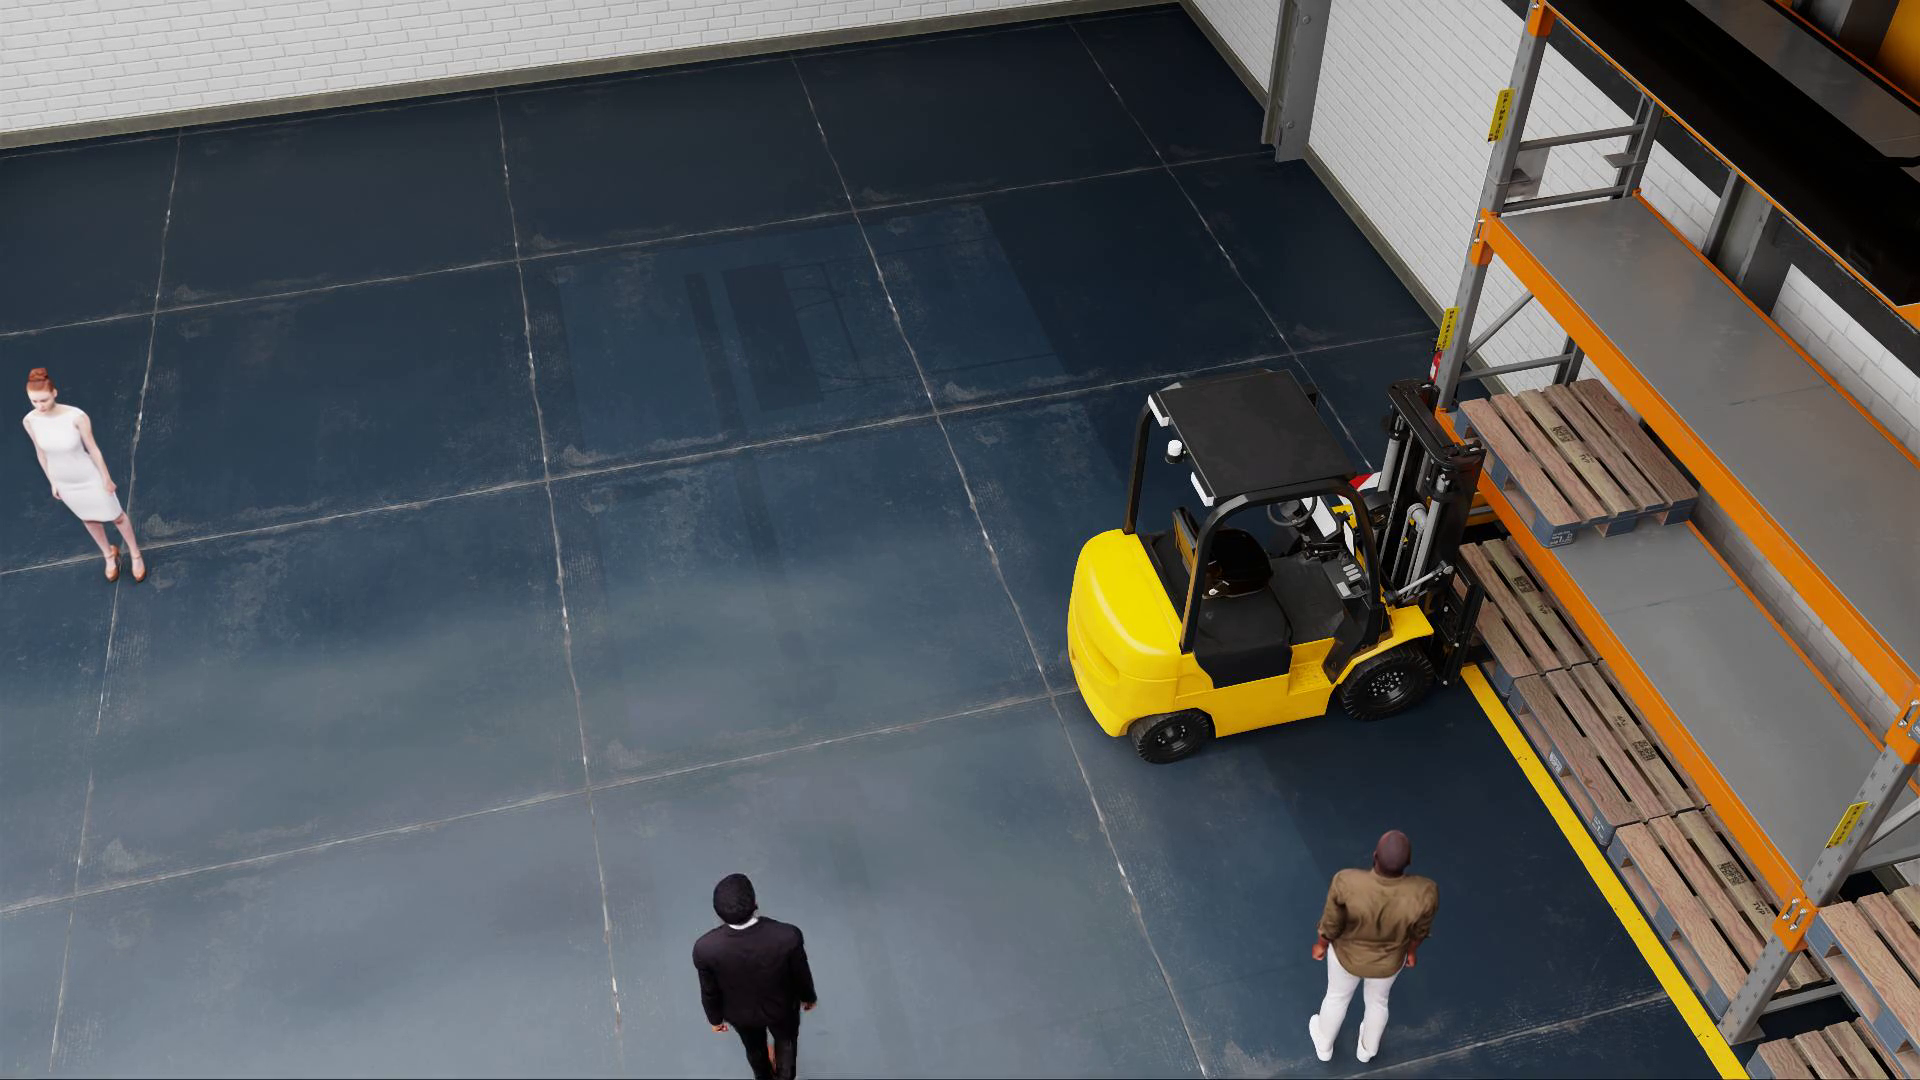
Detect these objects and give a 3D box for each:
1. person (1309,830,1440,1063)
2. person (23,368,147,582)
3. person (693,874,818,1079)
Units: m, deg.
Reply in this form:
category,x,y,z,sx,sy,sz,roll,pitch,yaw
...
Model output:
category,x,y,z,sx,sy,sz,roll,pitch,yaw
person,2.067,2.085,8.430,0.792,1.825,0.732,5,44,5
person,-5.838,-0.414,11.077,0.588,1.792,0.539,-3,44,-4
person,-0.978,2.330,8.142,0.793,1.867,0.942,-5,44,-5
